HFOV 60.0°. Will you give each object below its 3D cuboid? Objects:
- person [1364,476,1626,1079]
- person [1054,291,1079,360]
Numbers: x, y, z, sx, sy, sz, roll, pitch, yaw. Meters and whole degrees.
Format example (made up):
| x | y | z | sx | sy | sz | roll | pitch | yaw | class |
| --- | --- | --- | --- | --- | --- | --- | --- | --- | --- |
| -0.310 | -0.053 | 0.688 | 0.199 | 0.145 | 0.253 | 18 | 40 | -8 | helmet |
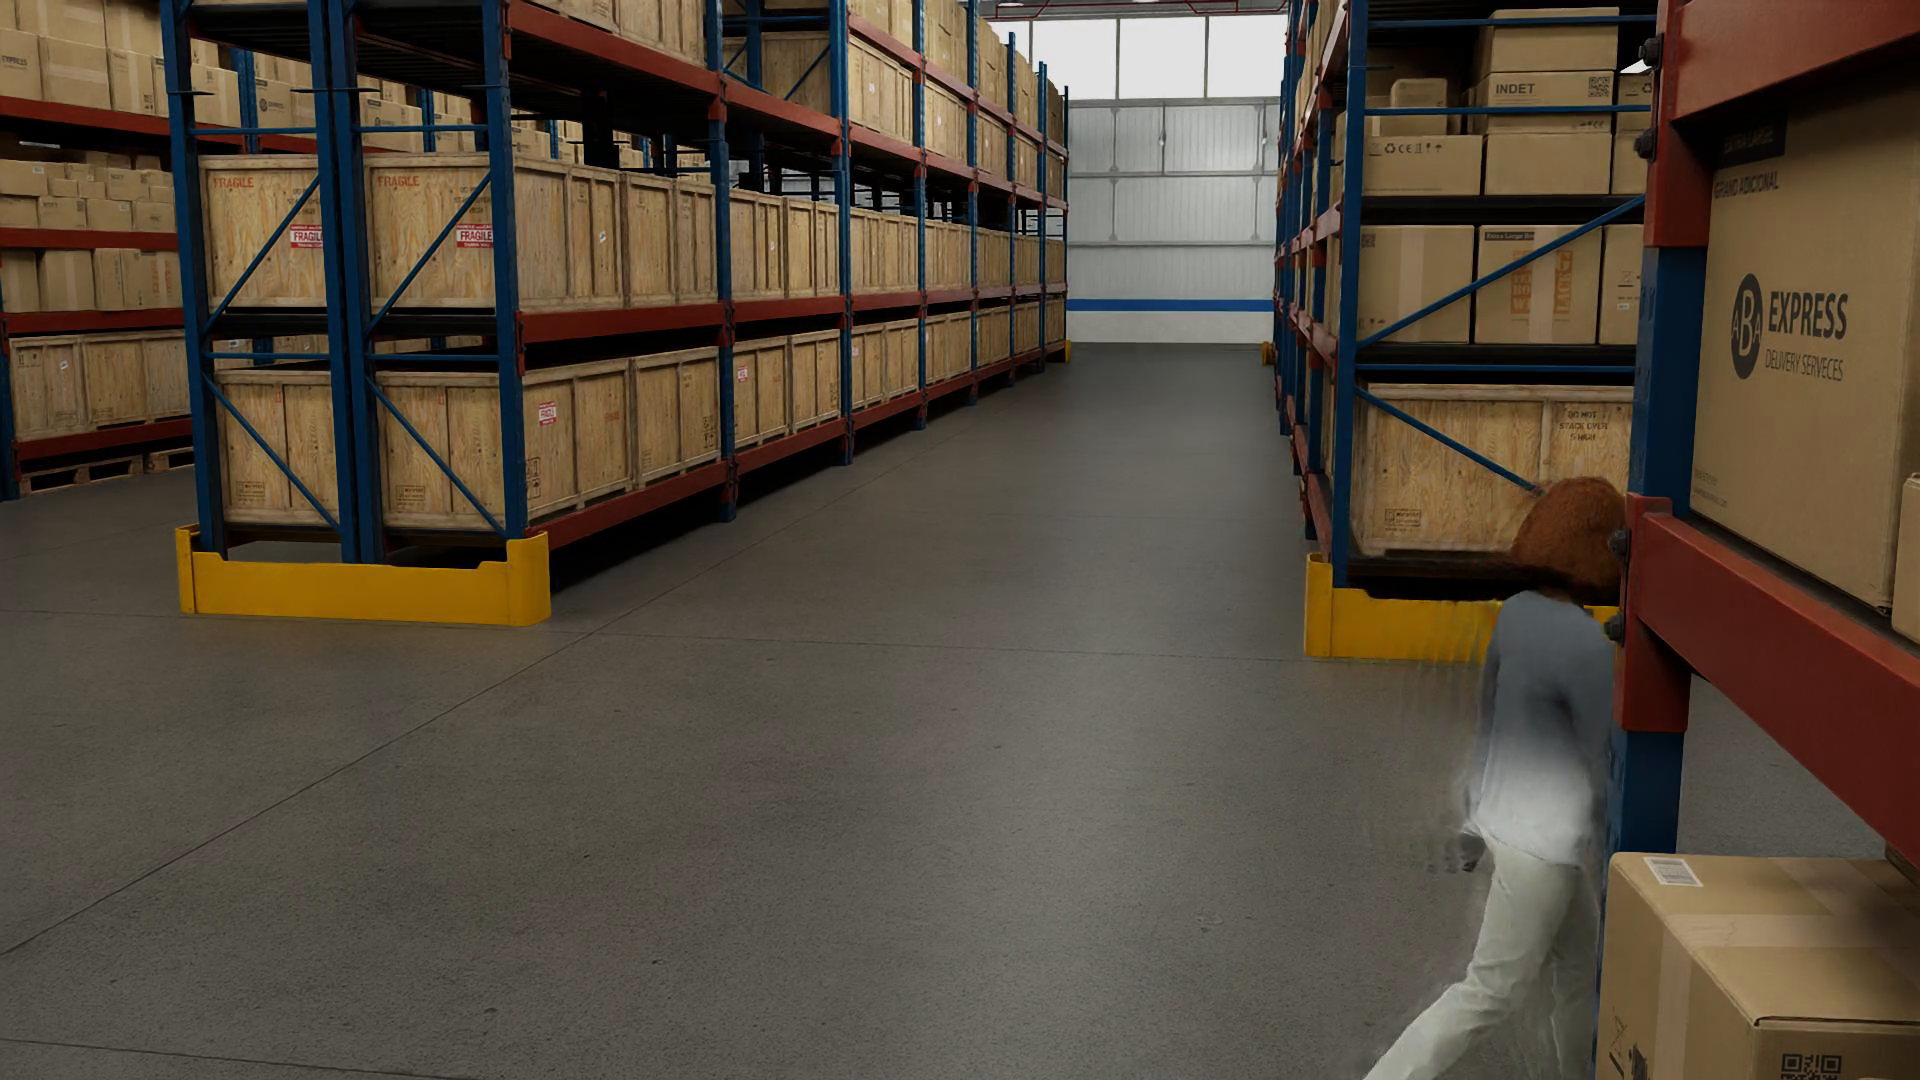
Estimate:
| x | y | z | sx | sy | sz | roll | pitch | yaw | class |
| --- | --- | --- | --- | --- | --- | --- | --- | --- | --- |
| 1.204 | 0.650 | 3.623 | 0.823 | 1.597 | 0.489 | 0 | 9 | 2 | person |
| 2.270 | -4.863 | 37.841 | 0.861 | 1.595 | 0.533 | 1 | 9 | 7 | person |
